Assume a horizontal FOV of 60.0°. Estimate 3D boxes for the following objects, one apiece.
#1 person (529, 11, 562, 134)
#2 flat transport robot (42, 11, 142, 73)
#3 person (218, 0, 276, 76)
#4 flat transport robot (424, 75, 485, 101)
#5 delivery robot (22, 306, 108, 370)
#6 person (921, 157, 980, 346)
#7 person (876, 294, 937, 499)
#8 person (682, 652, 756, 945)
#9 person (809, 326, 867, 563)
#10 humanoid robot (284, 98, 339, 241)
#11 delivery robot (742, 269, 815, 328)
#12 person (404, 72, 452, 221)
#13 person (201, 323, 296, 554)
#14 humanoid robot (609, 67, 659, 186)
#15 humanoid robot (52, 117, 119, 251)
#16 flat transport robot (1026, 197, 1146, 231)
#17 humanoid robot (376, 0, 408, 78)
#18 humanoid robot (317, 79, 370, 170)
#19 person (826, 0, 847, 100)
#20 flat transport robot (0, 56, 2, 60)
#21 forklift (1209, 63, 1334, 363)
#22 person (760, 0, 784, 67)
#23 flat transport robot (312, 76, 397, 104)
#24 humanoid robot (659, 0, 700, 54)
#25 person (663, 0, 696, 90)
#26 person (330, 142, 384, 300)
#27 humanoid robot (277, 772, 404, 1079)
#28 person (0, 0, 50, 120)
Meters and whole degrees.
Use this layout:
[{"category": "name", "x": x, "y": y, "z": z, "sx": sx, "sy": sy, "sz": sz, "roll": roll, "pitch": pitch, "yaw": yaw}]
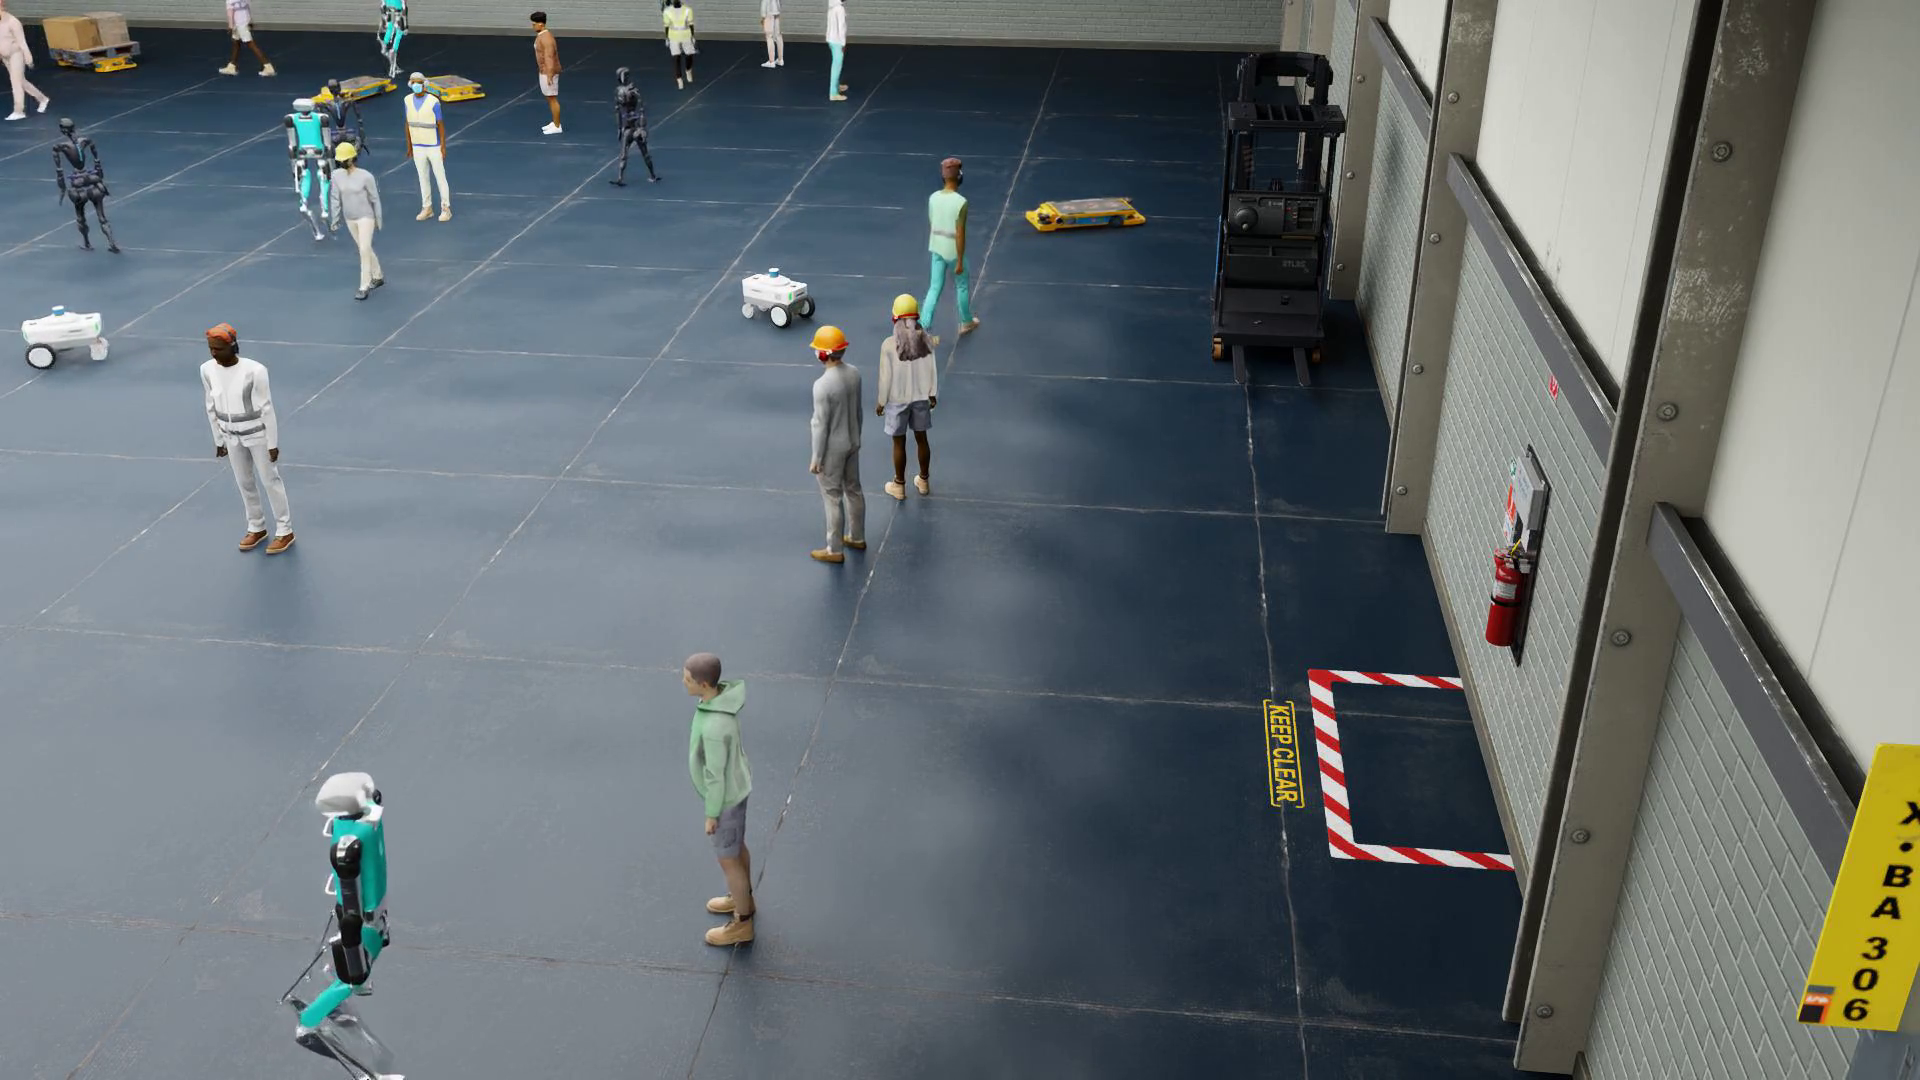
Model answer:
[{"category": "person", "x": -6.422, "y": -7.300, "z": 25.958, "sx": 0.416, "sy": 1.843, "sz": 0.791, "roll": -10, "pitch": 28, "yaw": -20}, {"category": "flat transport robot", "x": -16.030, "y": -8.875, "z": 30.856, "sx": 1.431, "sy": 0.231, "sz": 0.659, "roll": 16, "pitch": 31, "yaw": 28}, {"category": "person", "x": -12.947, "y": -9.335, "z": 29.868, "sx": 1.084, "sy": 1.981, "sz": 0.606, "roll": -1, "pitch": 27, "yaw": -1}, {"category": "flat transport robot", "x": -8.808, "y": -7.804, "z": 28.718, "sx": 0.659, "sy": 0.231, "sz": 1.431, "roll": -19, "pitch": 32, "yaw": -33}, {"category": "delivery robot", "x": -9.168, "y": -2.073, "z": 16.979, "sx": 0.803, "sy": 0.614, "sz": 0.499, "roll": -10, "pitch": 28, "yaw": -20}, {"category": "person", "x": -0.140, "y": -2.996, "z": 17.277, "sx": 0.496, "sy": 1.929, "sz": 1.018, "roll": 17, "pitch": 31, "yaw": 30}, {"category": "person", "x": -0.423, "y": -1.178, "z": 13.820, "sx": 0.535, "sy": 1.763, "sz": 0.403, "roll": -12, "pitch": 29, "yaw": -23}, {"category": "person", "x": -1.255, "y": 1.357, "z": 8.795, "sx": 0.321, "sy": 1.735, "sz": 0.477, "roll": -2, "pitch": 27, "yaw": -4}, {"category": "person", "x": -0.955, "y": -0.746, "z": 12.824, "sx": 0.388, "sy": 1.888, "sz": 0.571, "roll": 16, "pitch": 31, "yaw": 29}, {"category": "humanoid robot", "x": -7.946, "y": -4.457, "z": 20.404, "sx": 0.539, "sy": 1.796, "sz": 0.791, "roll": -4, "pitch": 27, "yaw": -9}, {"category": "delivery robot", "x": -2.013, "y": -2.663, "z": 18.119, "sx": 0.766, "sy": 0.580, "sz": 0.499, "roll": 16, "pitch": 31, "yaw": 29}, {"category": "person", "x": -6.875, "y": -5.072, "z": 21.453, "sx": 0.543, "sy": 1.893, "sz": 0.394, "roll": 4, "pitch": 27, "yaw": 8}, {"category": "person", "x": -5.546, "y": -0.787, "z": 12.923, "sx": 0.565, "sy": 1.878, "sz": 0.353, "roll": 5, "pitch": 27, "yaw": 10}, {"category": "humanoid robot", "x": -4.538, "y": -5.713, "z": 23.036, "sx": 0.612, "sy": 1.622, "sz": 0.809, "roll": 19, "pitch": 33, "yaw": 34}, {"category": "humanoid robot", "x": -10.641, "y": -4.302, "z": 20.184, "sx": 0.478, "sy": 1.660, "sz": 0.603, "roll": 19, "pitch": 32, "yaw": 33}, {"category": "flat transport robot", "x": 1.628, "y": -4.223, "z": 21.569, "sx": 1.431, "sy": 0.231, "sz": 0.659, "roll": -6, "pitch": 27, "yaw": -12}, {"category": "humanoid robot", "x": -10.290, "y": -9.195, "z": 29.952, "sx": 0.549, "sy": 1.856, "sz": 0.866, "roll": 7, "pitch": 27, "yaw": 14}, {"category": "humanoid robot", "x": -8.224, "y": -5.314, "z": 22.186, "sx": 0.613, "sy": 1.637, "sz": 0.604, "roll": -11, "pitch": 29, "yaw": -21}, {"category": "person", "x": -2.093, "y": -8.471, "z": 28.255, "sx": 0.454, "sy": 1.890, "sz": 0.637, "roll": -11, "pitch": 28, "yaw": -20}, {"category": "flat transport robot", "x": -18.871, "y": -9.096, "z": 31.296, "sx": 1.431, "sy": 0.231, "sz": 0.659, "roll": 8, "pitch": 28, "yaw": 16}, {"category": "forklift", "x": 3.241, "y": -3.477, "z": 17.183, "sx": 1.129, "sy": 2.768, "sz": 1.873, "roll": 3, "pitch": 27, "yaw": 6}, {"category": "person", "x": -3.478, "y": -9.702, "z": 30.715, "sx": 0.382, "sy": 1.874, "sz": 0.507, "roll": 20, "pitch": 33, "yaw": 34}, {"category": "flat transport robot", "x": -10.388, "y": -7.722, "z": 28.555, "sx": 0.659, "sy": 0.231, "sz": 1.431, "roll": 9, "pitch": 28, "yaw": 17}, {"category": "humanoid robot", "x": -5.402, "y": -10.160, "z": 31.868, "sx": 0.893, "sy": 1.833, "sz": 0.583, "roll": -22, "pitch": 34, "yaw": -37}, {"category": "person", "x": -4.883, "y": -8.723, "z": 28.961, "sx": 0.552, "sy": 1.685, "sz": 0.380, "roll": -4, "pitch": 27, "yaw": -8}, {"category": "person", "x": -6.794, "y": -3.576, "z": 18.643, "sx": 0.523, "sy": 1.729, "sz": 0.865, "roll": 7, "pitch": 27, "yaw": 13}, {"category": "humanoid robot", "x": -2.925, "y": 1.904, "z": 7.746, "sx": 0.669, "sy": 1.830, "sz": 0.544, "roll": -3, "pitch": 27, "yaw": -6}, {"category": "person", "x": -15.312, "y": -7.819, "z": 26.972, "sx": 0.682, "sy": 1.872, "sz": 0.823, "roll": 17, "pitch": 31, "yaw": 30}]
